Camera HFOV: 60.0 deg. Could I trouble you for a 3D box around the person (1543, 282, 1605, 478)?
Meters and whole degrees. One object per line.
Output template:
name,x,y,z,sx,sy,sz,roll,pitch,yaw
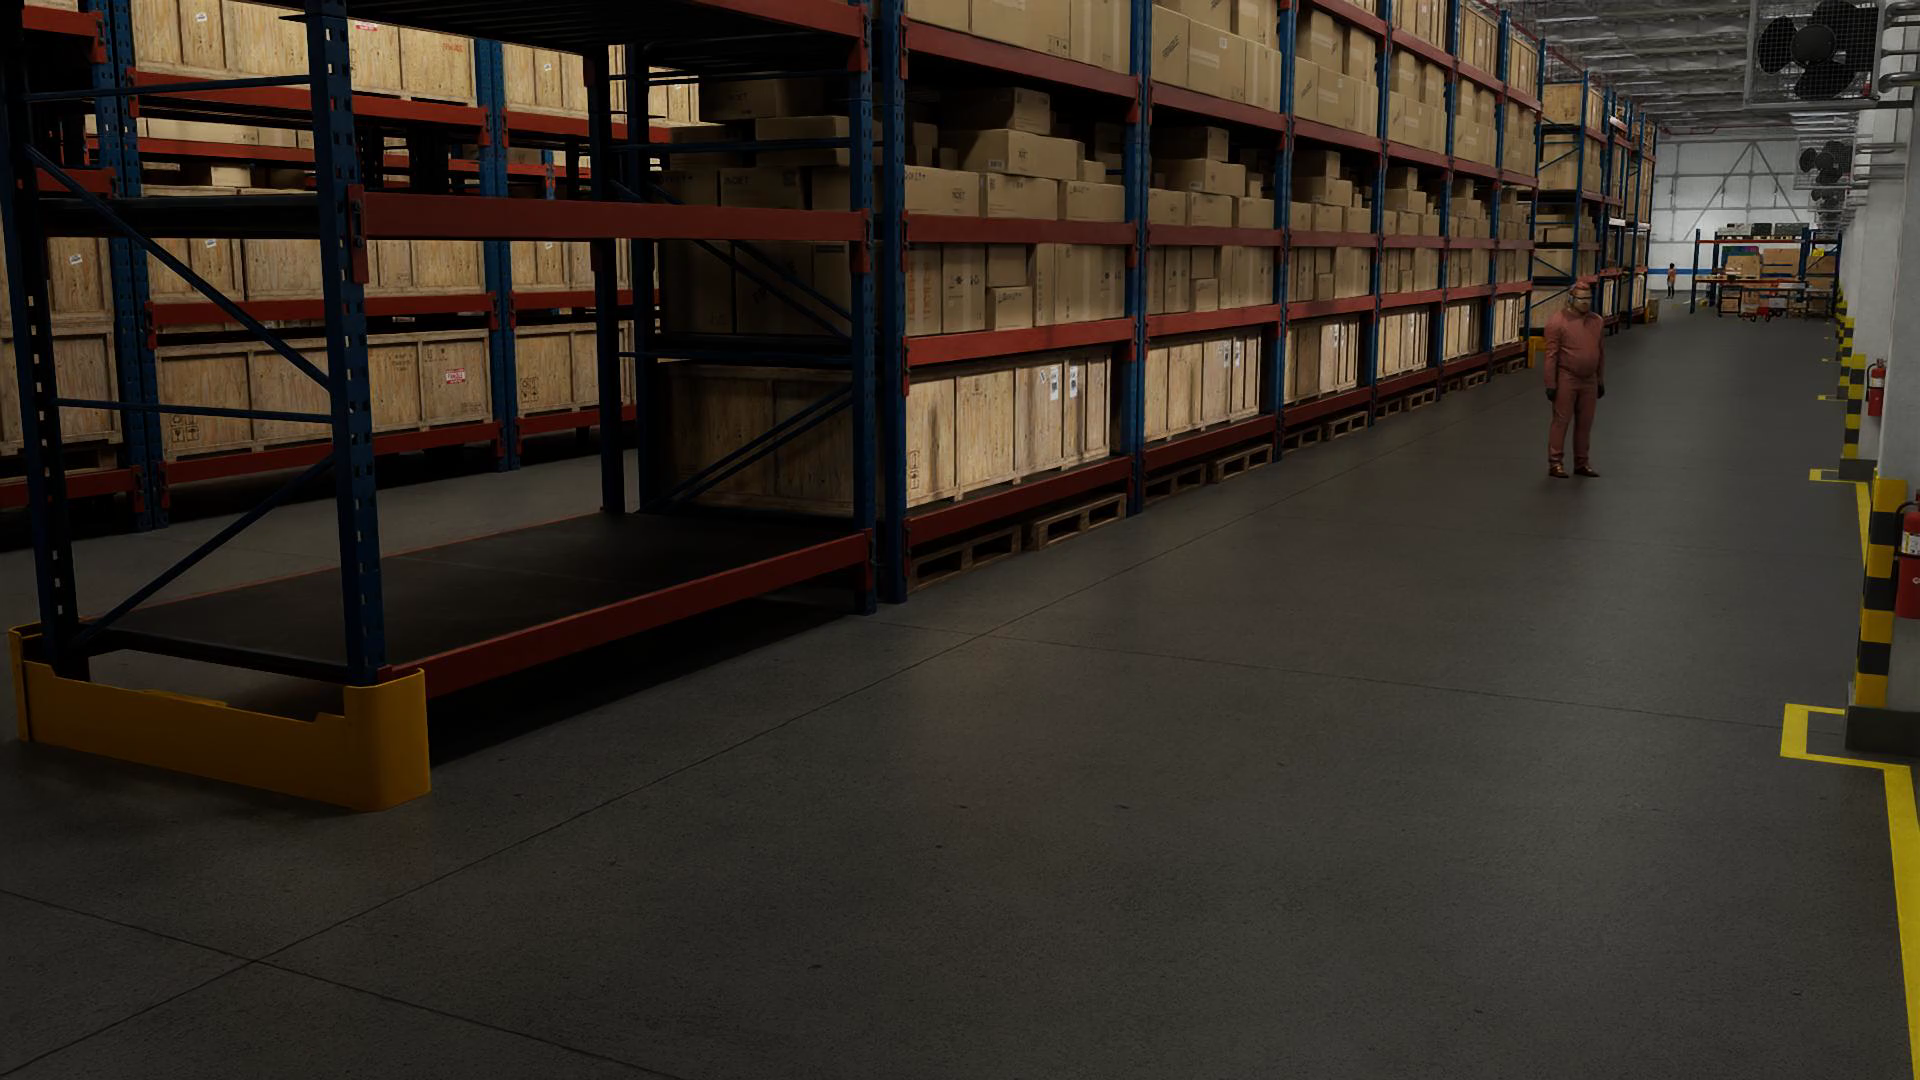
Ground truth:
person,5.966,-1.541,16.130,0.652,1.896,0.402,-3,10,-17

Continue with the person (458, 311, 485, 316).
person,-6.415,-2.567,21.982,0.553,1.922,0.399,4,10,21

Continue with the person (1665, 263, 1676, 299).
person,33.883,-12.333,79.208,0.539,1.686,0.321,-6,12,-32
